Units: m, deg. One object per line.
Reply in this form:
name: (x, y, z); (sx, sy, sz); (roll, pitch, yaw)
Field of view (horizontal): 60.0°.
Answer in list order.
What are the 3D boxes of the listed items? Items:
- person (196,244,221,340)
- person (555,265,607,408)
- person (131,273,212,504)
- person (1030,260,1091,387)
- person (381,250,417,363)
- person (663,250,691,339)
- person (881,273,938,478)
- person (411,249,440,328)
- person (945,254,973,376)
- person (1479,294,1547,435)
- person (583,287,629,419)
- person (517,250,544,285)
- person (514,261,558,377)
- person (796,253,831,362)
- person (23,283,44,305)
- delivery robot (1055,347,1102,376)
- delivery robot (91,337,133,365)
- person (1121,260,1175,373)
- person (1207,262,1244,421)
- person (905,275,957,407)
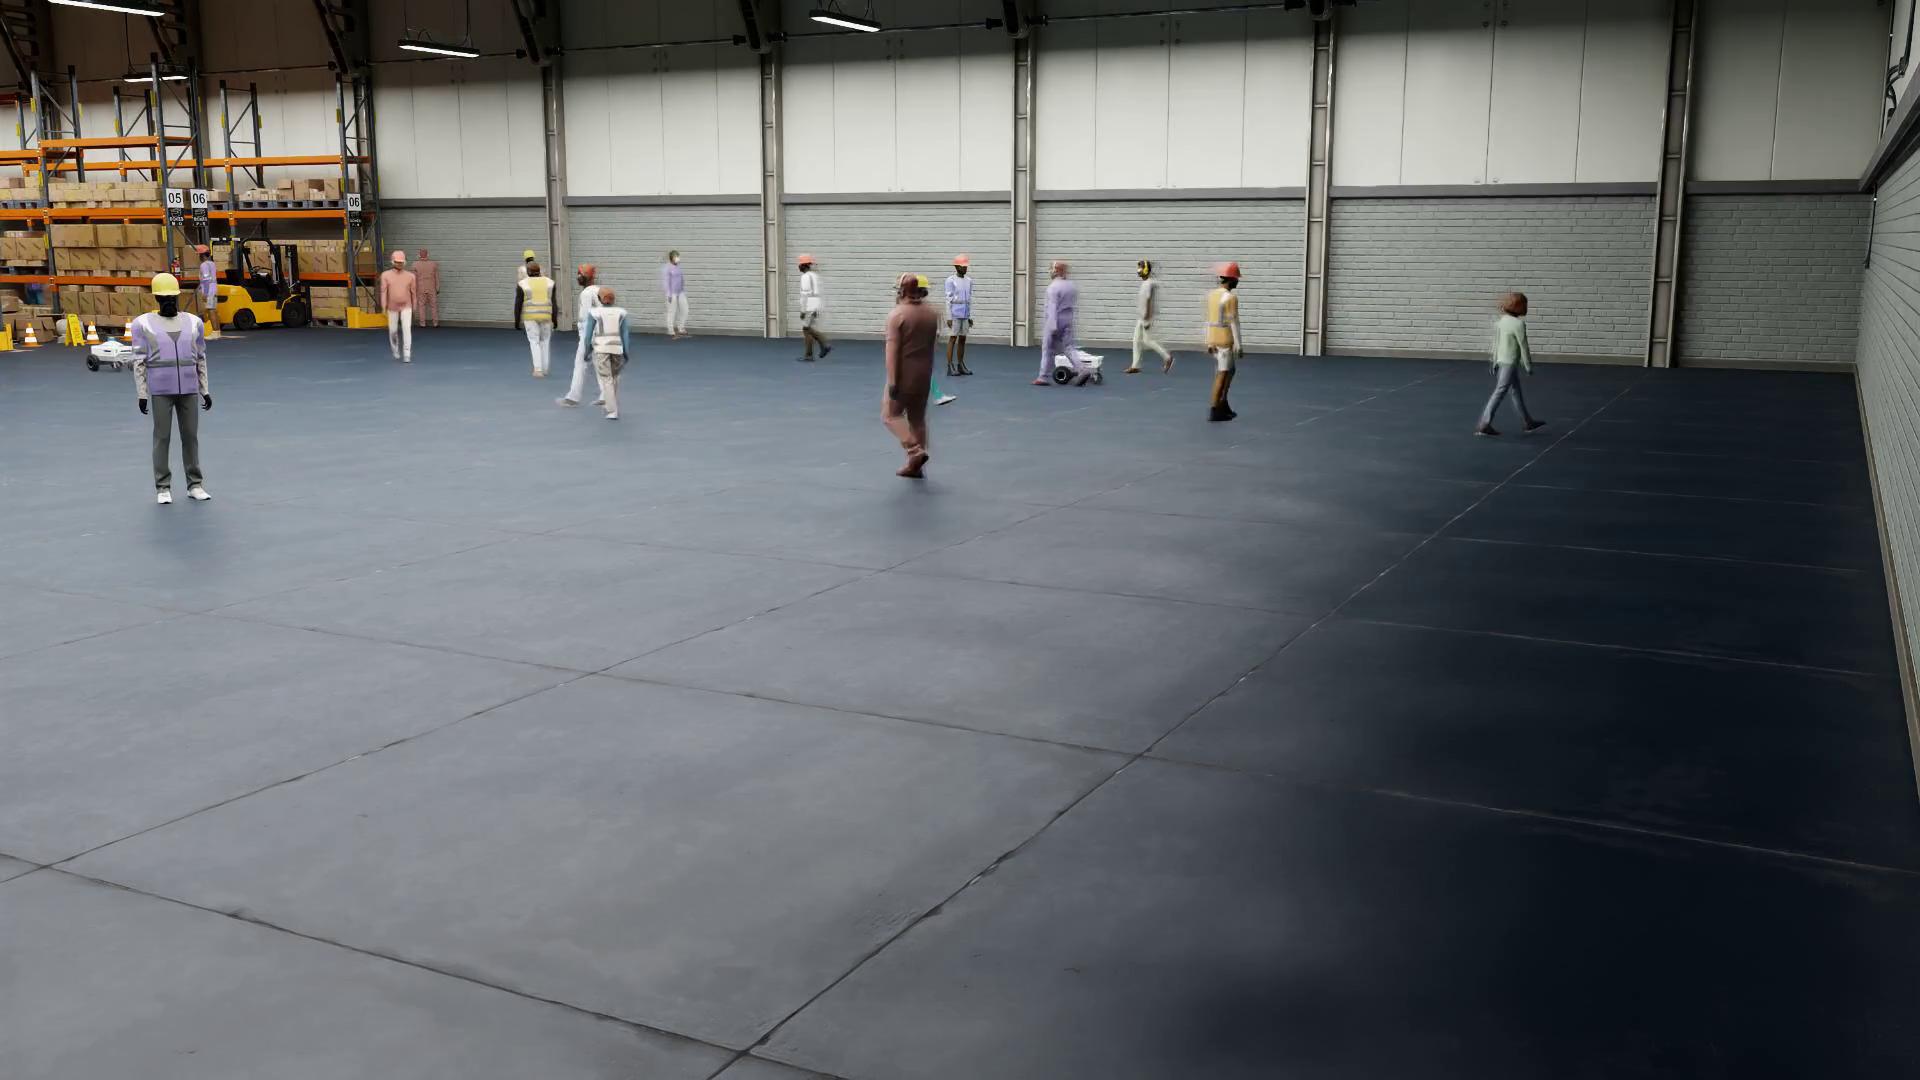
person: (-16.135, -5.304, 35.672); (0.395, 2.040, 0.609); (-1, 10, -7)
person: (-4.903, -2.645, 21.694); (0.652, 1.871, 0.586); (2, 11, 11)
person: (-6.607, -1.272, 13.986); (0.595, 1.925, 0.370); (-10, 14, -42)
person: (1.502, -3.209, 24.688); (0.901, 1.878, 0.643); (7, 13, 35)
person: (-9.949, -4.142, 29.509); (0.621, 1.974, 0.820); (-4, 11, -19)
person: (-6.077, -5.292, 35.925); (0.613, 1.920, 0.665); (5, 12, 28)
person: (-0.463, -1.498, 15.302); (0.462, 1.898, 0.640); (9, 14, 41)
person: (-12.906, -6.063, 40.193); (0.639, 1.902, 0.407); (-4, 11, -22)
person: (0.008, -3.594, 26.620); (0.547, 1.938, 0.377); (-10, 14, -43)
person: (6.241, -1.959, 18.643); (0.860, 1.581, 0.528); (-1, 10, -6)
person: (-4.383, -2.303, 20.501); (0.518, 1.606, 0.801); (-7, 13, -35)
person: (-9.595, -5.504, 37.110); (0.593, 1.910, 0.431); (-10, 14, -43)
person: (-6.800, -3.522, 26.521); (0.660, 1.825, 0.684); (-6, 12, -31)
person: (-2.660, -4.119, 29.543); (0.539, 1.924, 0.556); (2, 11, 10)
person: (-22.832, -6.147, 40.961); (0.997, 1.801, 0.585); (5, 11, 23)
delivery robot: (1.797, -2.681, 25.165); (0.707, 0.478, 0.477); (2, 11, 10)
delivery robot: (-14.008, -3.106, 27.482); (0.707, 0.478, 0.477); (6, 12, 29)
person: (3.063, -3.608, 26.963); (0.796, 1.845, 0.527); (-1, 10, -5)
person: (3.262, -2.390, 20.119); (0.598, 1.915, 0.562); (-4, 11, -18)
person: (-0.500, -2.574, 21.642); (0.918, 1.719, 0.538); (2, 11, 9)
